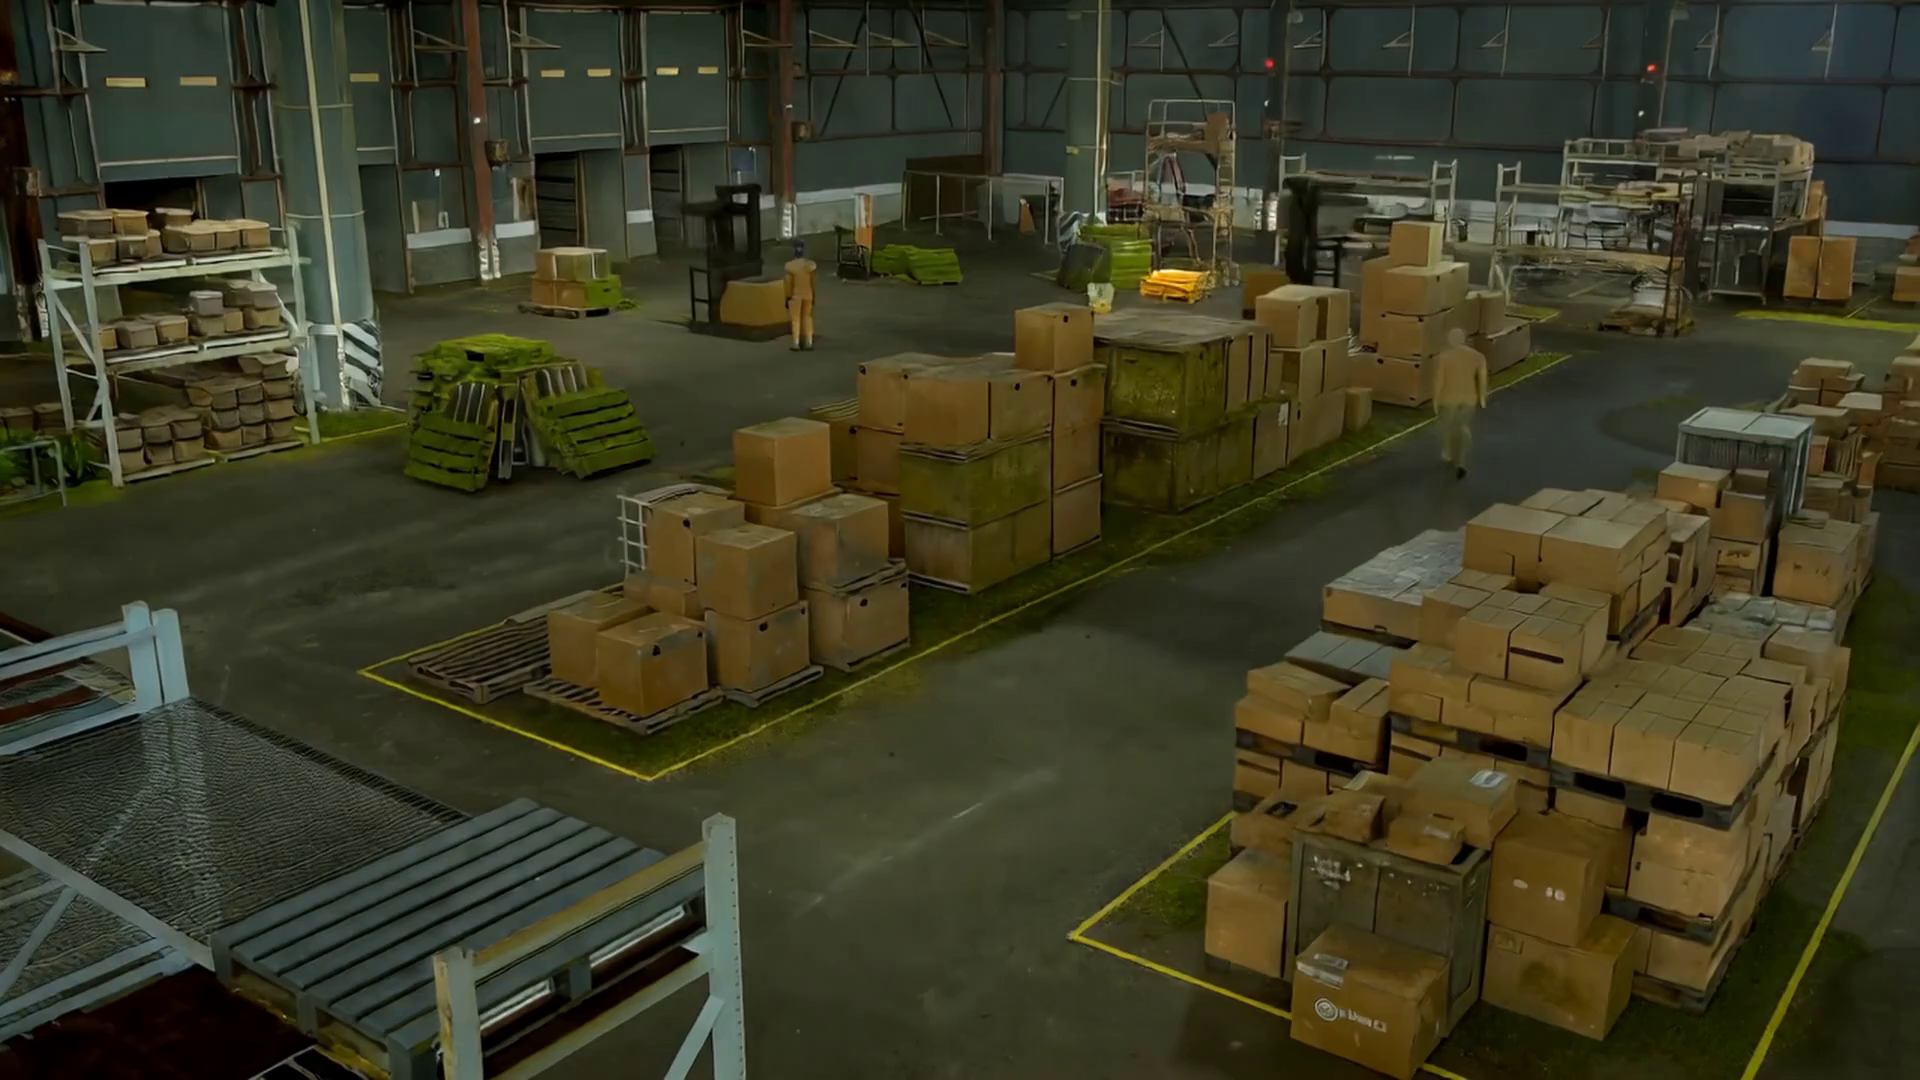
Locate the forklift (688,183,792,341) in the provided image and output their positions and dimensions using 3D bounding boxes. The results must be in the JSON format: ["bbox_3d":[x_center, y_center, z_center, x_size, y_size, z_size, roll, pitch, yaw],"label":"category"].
[{"bbox_3d":[-4.094,-5.262,31.199,1.873,2.768,1.129,12,21,35],"label":"forklift"}]

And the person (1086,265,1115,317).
[{"bbox_3d":[2.396,-3.876,28.622,0.540,1.695,0.317,11,20,32],"label":"person"}]

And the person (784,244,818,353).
[{"bbox_3d":[-2.830,-4.310,29.674,0.634,1.929,0.381,-9,19,-27],"label":"person"}]

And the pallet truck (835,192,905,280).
[{"bbox_3d":[-1.936,-7.159,38.982,1.885,1.965,0.823,-12,21,-34],"label":"pallet truck"}]

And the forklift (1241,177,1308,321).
[{"bbox_3d":[6.514,-5.649,32.479,1.873,2.768,1.129,3,17,8],"label":"forklift"}]

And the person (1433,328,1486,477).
[{"bbox_3d":[6.432,-1.799,21.467,0.677,1.872,1.036,3,17,9],"label":"person"}]
